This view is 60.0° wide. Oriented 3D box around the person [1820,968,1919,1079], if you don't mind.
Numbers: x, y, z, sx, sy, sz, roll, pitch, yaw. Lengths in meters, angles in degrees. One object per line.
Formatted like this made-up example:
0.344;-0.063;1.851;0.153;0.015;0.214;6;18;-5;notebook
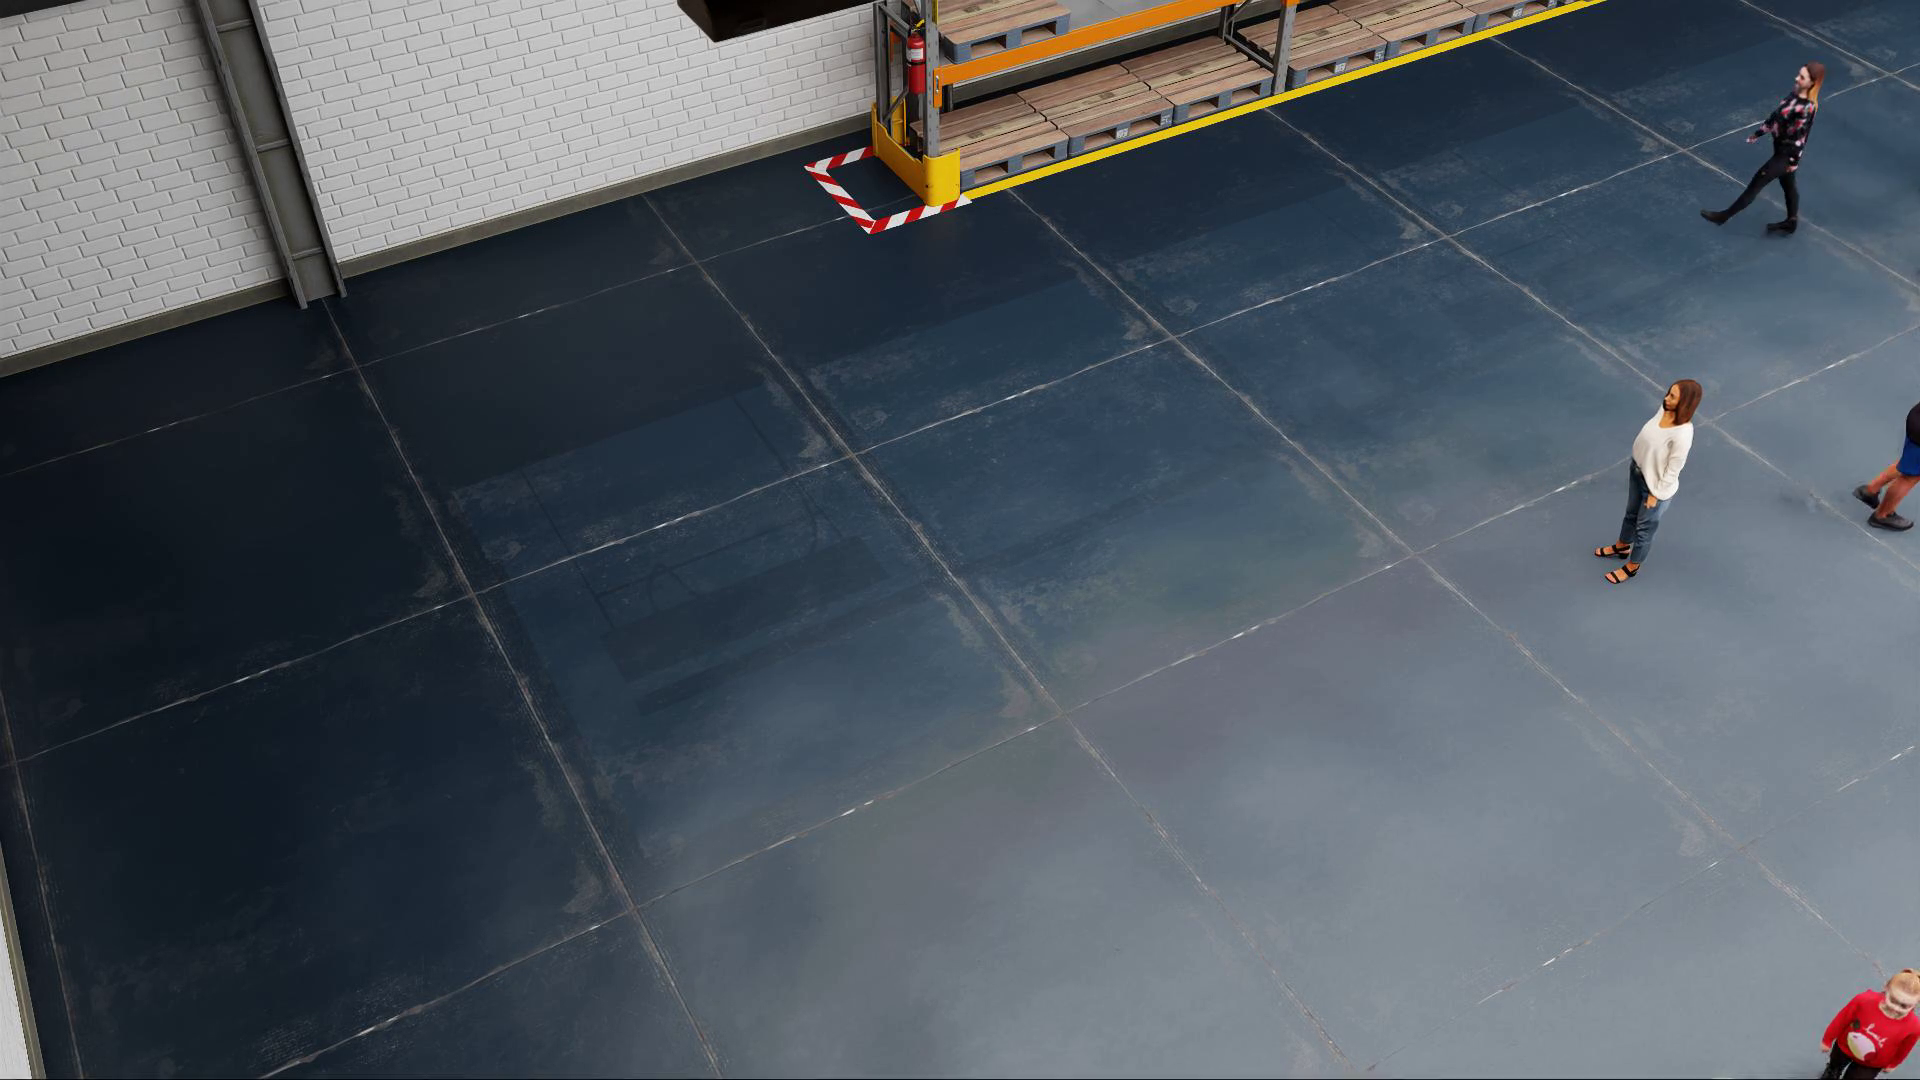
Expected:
4.607;2.560;8.474;0.688;1.251;0.976;32;52;29;person

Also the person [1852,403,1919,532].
6.678;-0.795;11.605;0.858;1.790;0.798;10;45;10;person

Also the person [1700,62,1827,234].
7.235;-3.342;14.394;1.105;1.632;1.052;12;45;12;person

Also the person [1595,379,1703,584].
4.712;-0.418;11.287;0.697;1.683;0.695;-1;44;-1;person
